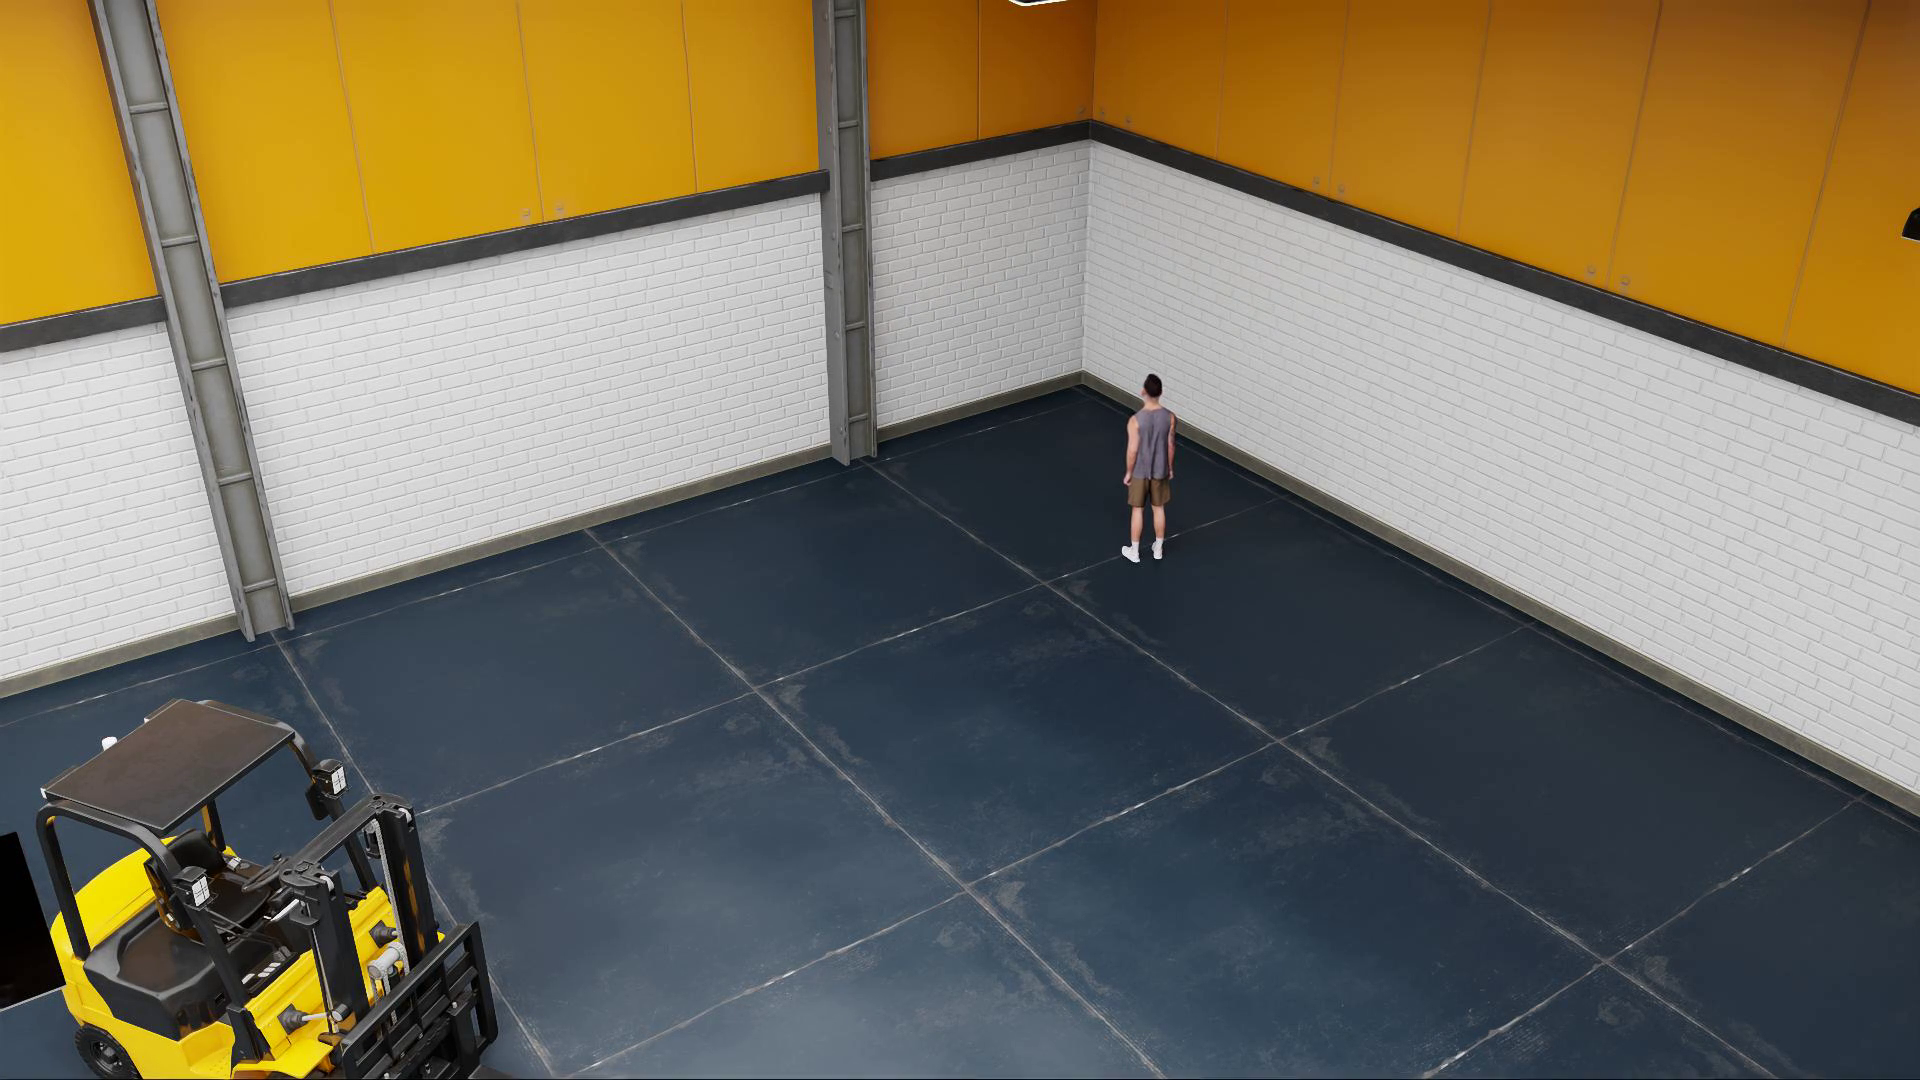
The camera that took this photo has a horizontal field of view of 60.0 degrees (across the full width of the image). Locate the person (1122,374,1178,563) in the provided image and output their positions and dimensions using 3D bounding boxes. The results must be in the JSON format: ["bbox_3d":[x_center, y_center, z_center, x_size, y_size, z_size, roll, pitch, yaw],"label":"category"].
[{"bbox_3d":[1.719,-0.643,15.174,0.637,1.837,0.784,-6,29,-11],"label":"person"}]
